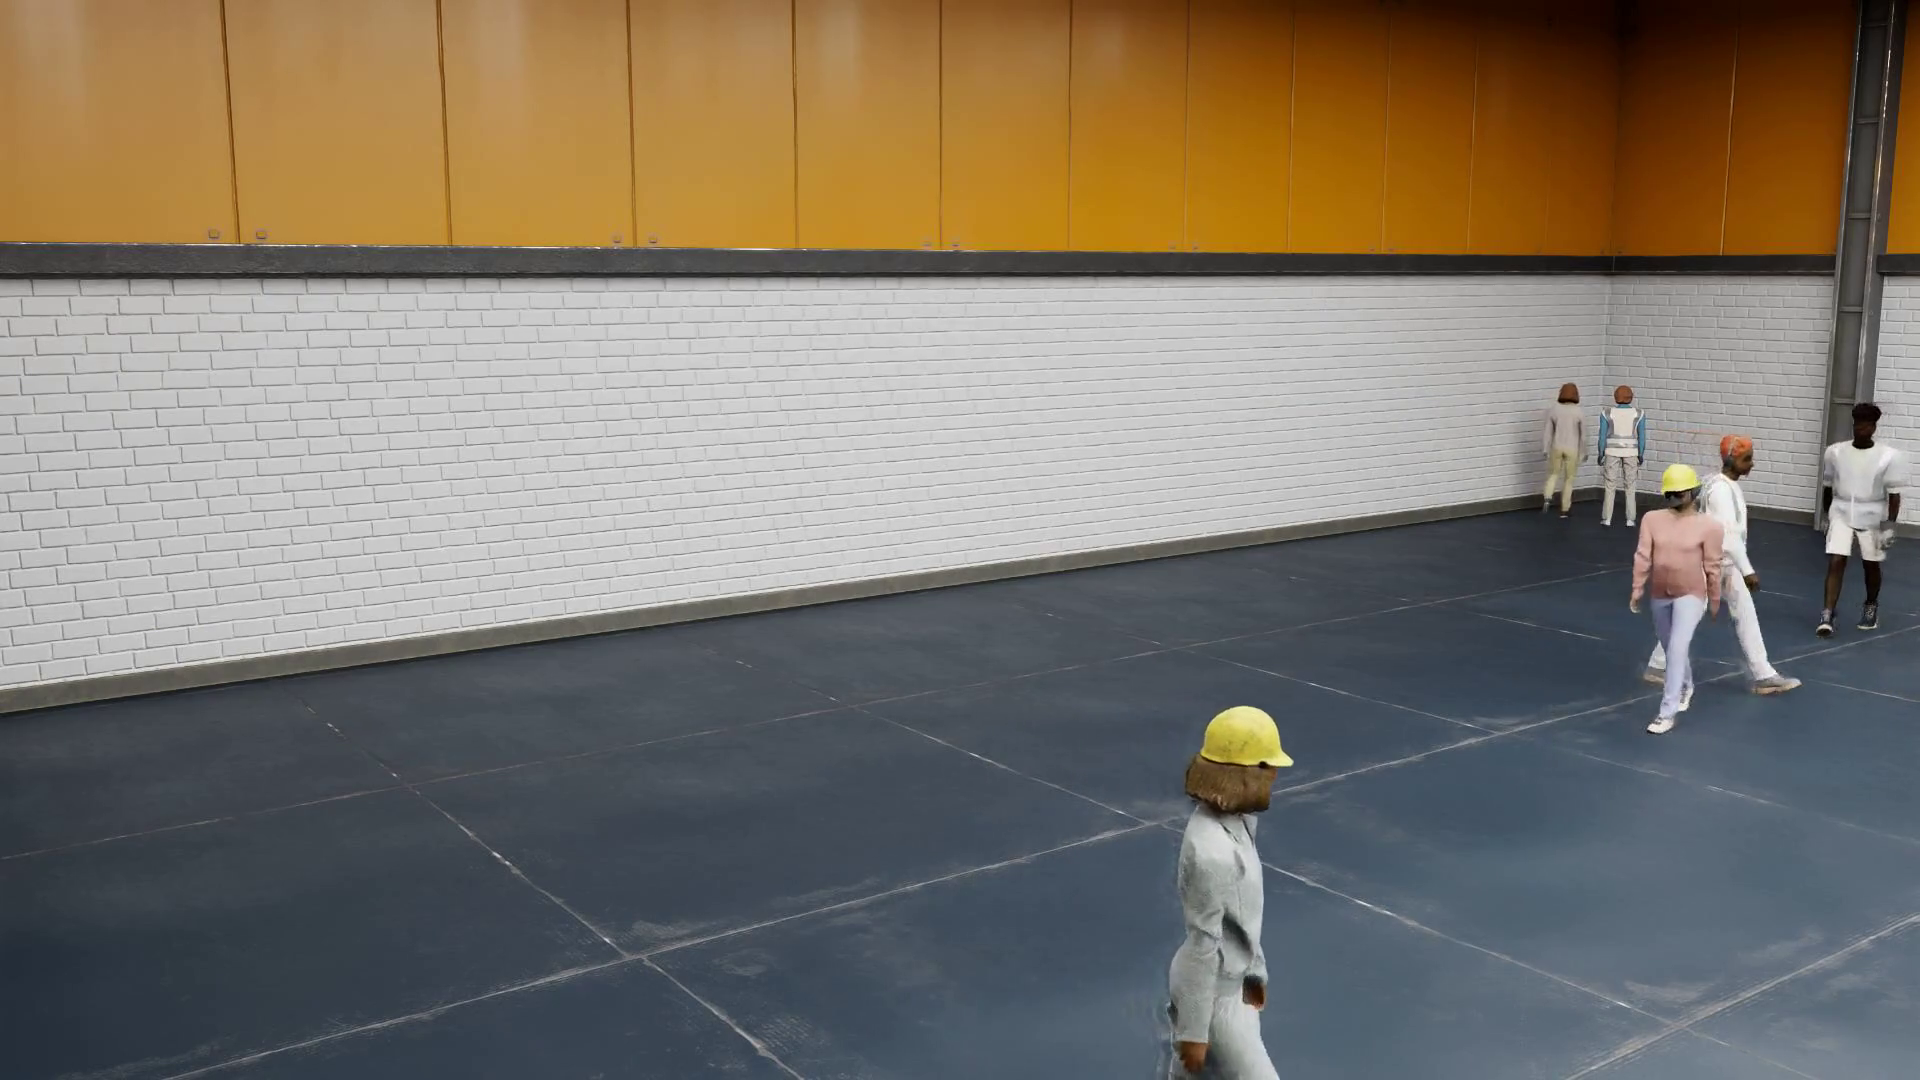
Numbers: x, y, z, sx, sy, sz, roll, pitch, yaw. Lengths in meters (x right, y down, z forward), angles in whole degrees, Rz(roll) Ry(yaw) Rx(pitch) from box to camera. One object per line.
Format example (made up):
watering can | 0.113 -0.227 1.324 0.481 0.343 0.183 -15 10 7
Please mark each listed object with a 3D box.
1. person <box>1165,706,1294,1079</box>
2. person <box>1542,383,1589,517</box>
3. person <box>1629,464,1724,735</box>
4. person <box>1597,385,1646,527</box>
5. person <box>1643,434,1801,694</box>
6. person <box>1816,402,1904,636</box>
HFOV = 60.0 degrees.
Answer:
person | 0.830 1.321 4.787 0.649 1.717 0.518 2 9 11
person | 7.214 -1.064 19.837 0.512 1.621 0.372 7 12 38
person | 4.701 0.346 10.851 0.910 1.719 0.503 -8 12 -41
person | 7.603 -0.958 19.132 0.513 1.640 0.309 3 10 17
person | 5.319 0.174 11.599 1.014 1.835 0.562 7 12 37
person | 7.293 -0.174 13.477 0.628 1.905 0.992 9 13 43
